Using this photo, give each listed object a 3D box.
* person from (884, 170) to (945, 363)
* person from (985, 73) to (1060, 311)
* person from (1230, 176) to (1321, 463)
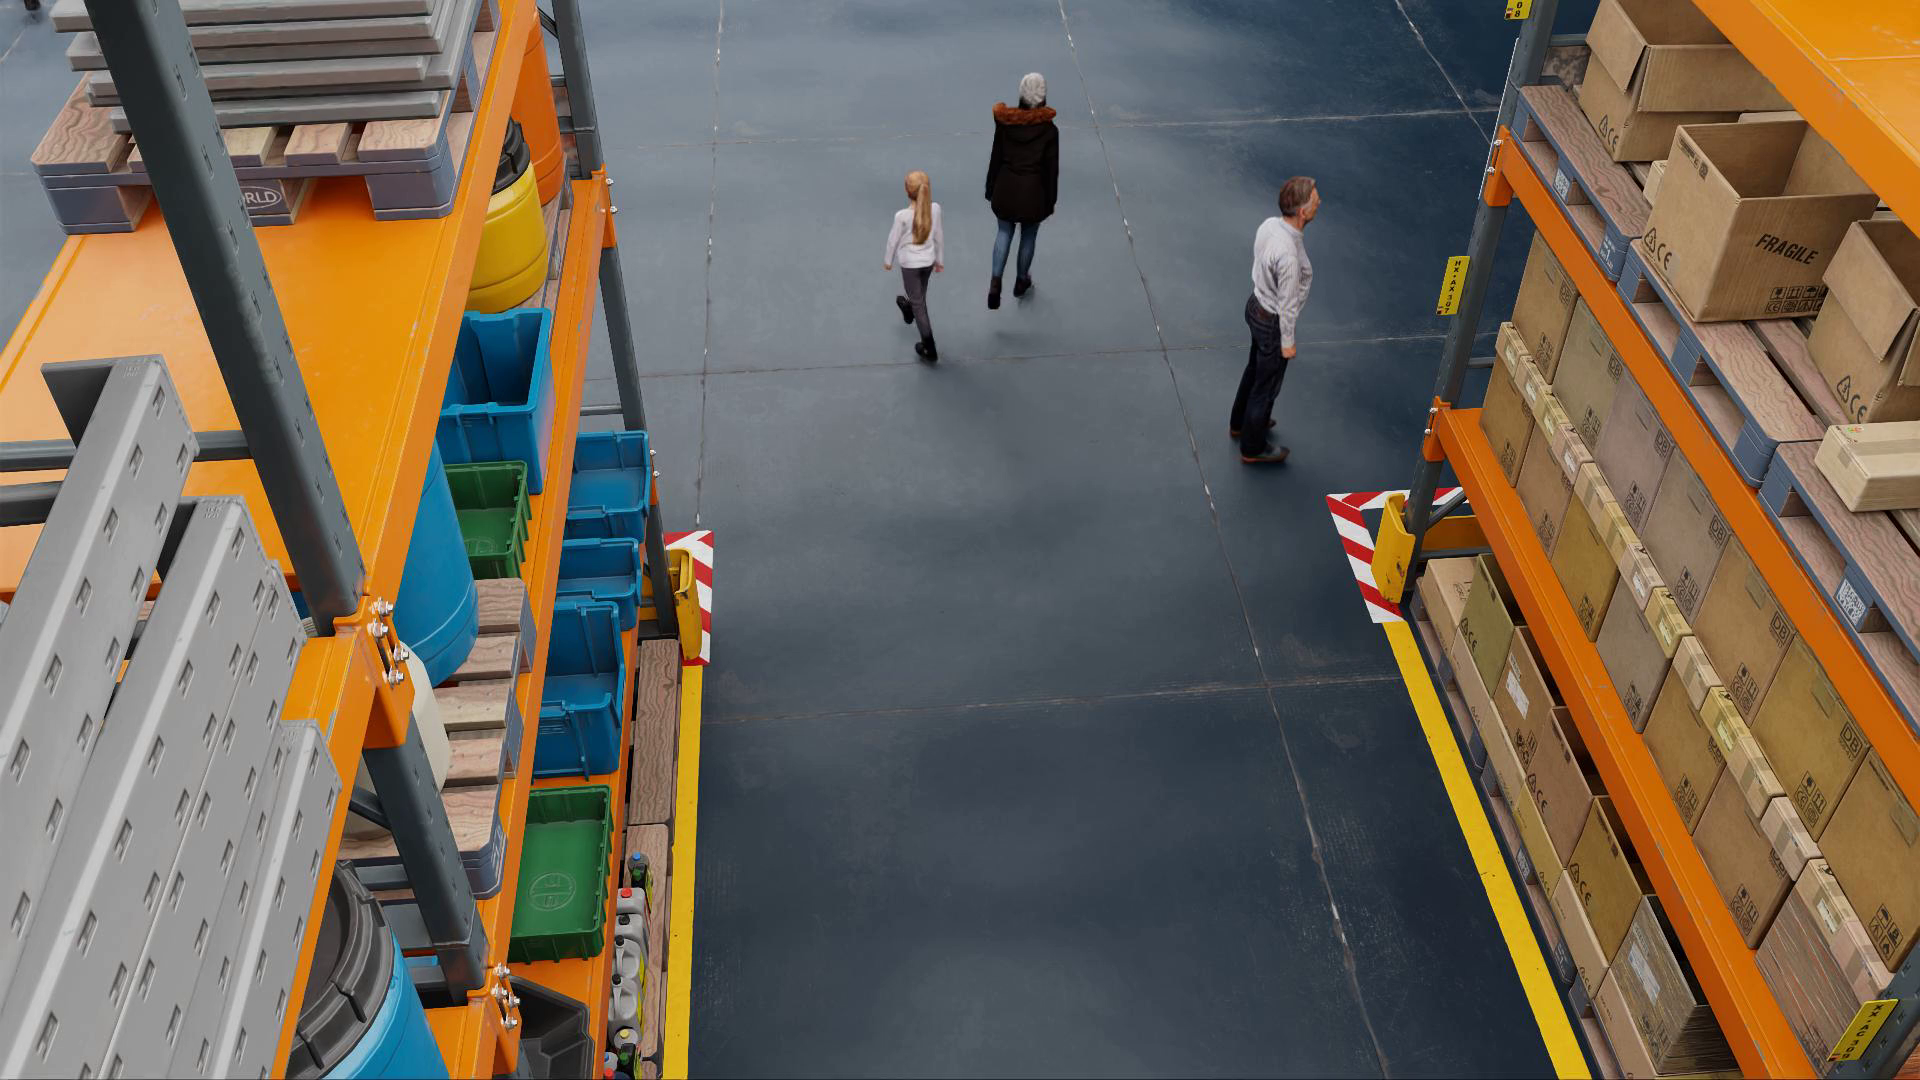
[{"bbox_3d":[-0.242,-1.701,10.470,0.727,1.246,0.949,-21,46,-21],"label":"person"},{"bbox_3d":[0.375,-2.207,10.749,0.845,1.622,1.000,9,43,10],"label":"person"},{"bbox_3d":[1.800,-1.274,9.578,0.696,1.814,0.470,-3,42,-3],"label":"person"}]
